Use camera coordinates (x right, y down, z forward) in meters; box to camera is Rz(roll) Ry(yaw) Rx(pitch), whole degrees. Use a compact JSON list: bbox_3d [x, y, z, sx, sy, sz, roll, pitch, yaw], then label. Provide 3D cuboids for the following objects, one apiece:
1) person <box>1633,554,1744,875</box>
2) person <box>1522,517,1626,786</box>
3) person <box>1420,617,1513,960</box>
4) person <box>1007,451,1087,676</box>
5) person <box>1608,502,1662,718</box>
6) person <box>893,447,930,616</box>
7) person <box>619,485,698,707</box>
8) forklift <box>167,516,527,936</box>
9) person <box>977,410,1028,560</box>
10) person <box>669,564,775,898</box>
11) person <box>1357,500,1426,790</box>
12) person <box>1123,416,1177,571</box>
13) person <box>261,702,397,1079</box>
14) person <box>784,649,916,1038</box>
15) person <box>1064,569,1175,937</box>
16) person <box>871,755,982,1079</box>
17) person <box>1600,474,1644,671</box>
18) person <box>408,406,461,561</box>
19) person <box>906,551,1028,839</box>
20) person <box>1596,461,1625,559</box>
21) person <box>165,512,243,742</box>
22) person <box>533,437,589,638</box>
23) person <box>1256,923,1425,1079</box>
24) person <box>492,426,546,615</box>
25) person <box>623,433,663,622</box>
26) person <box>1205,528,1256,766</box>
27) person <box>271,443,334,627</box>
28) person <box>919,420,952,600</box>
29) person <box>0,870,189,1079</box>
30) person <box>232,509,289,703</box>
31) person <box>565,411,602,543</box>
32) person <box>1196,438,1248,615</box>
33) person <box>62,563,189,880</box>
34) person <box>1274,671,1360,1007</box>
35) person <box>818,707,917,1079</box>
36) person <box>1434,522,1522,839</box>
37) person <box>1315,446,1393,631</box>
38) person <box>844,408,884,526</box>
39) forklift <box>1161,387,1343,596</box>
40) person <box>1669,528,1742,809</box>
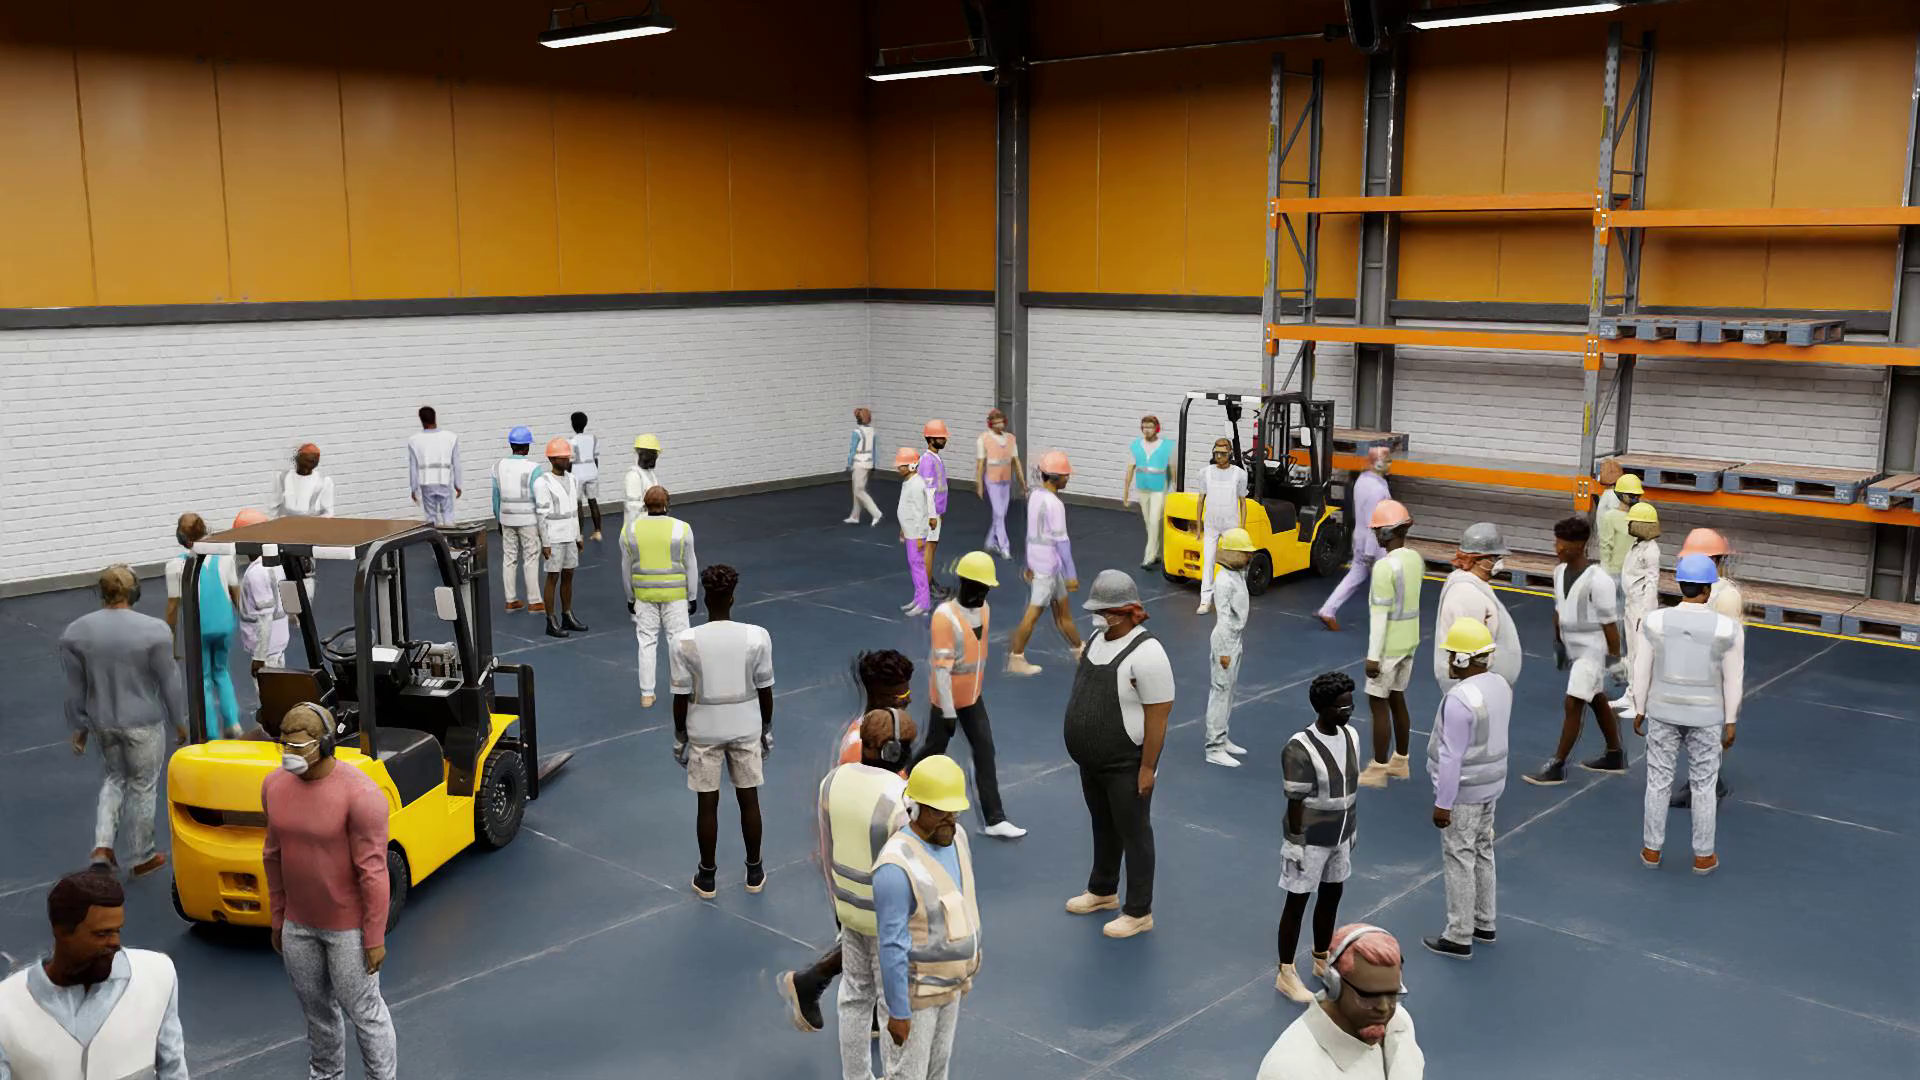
[{"bbox_3d":[4.384,1.047,10.056,0.606,1.943,0.403,5,11,28],"label":"person"},{"bbox_3d":[4.402,0.778,11.758,0.852,1.903,0.633,-1,10,-7],"label":"person"},{"bbox_3d":[2.703,1.316,8.897,0.403,1.821,0.595,9,13,41],"label":"person"},{"bbox_3d":[0.881,0.217,14.639,1.041,1.986,0.640,-2,10,-12],"label":"person"},{"bbox_3d":[5.451,0.561,13.396,0.299,1.745,0.483,1,10,7],"label":"person"},{"bbox_3d":[-0.506,-0.095,17.150,0.379,1.737,0.587,-2,10,-9],"label":"person"},{"bbox_3d":[-2.457,0.463,13.678,0.627,1.844,0.429,0,10,1],"label":"person"},{"bbox_3d":[-3.583,0.976,9.748,1.214,2.155,2.313,2,10,11],"label":"forklift"},{"bbox_3d":[0.493,-0.684,20.290,0.626,1.813,0.623,-8,13,-39],"label":"person"},{"bbox_3d":[-1.375,1.105,9.663,0.602,1.966,0.368,-3,10,-15],"label":"person"},{"bbox_3d":[3.001,0.727,11.656,0.407,2.030,0.612,8,13,39],"label":"person"},{"bbox_3d":[2.193,-0.545,19.496,0.604,1.803,0.887,6,11,30],"label":"person"},{"bbox_3d":[-2.637,1.601,6.961,0.625,1.931,0.379,4,11,22],"label":"person"},{"bbox_3d":[-0.479,1.445,7.772,0.586,1.946,0.638,1,10,4],"label":"person"},{"bbox_3d":[0.830,1.155,9.170,0.536,2.000,0.688,-5,11,-27],"label":"person"},{"bbox_3d":[-0.115,1.723,6.535,0.404,1.829,0.591,5,11,25],"label":"person"},{"bbox_3d":[5.933,0.284,14.906,0.524,1.769,0.314,-6,12,-32],"label":"person"},{"bbox_3d":[-6.295,-0.664,19.973,0.599,1.889,0.488,-4,11,-22],"label":"person"},{"bbox_3d":[-0.045,0.980,10.685,0.988,1.871,0.618,7,12,33],"label":"person"},{"bbox_3d":[6.544,0.013,16.828,0.281,1.634,0.498,3,10,18],"label":"person"},{"bbox_3d":[-5.598,0.699,12.393,0.432,1.820,0.587,9,13,42],"label":"person"},{"bbox_3d":[-3.881,-0.032,16.207,0.347,1.943,0.545,5,11,27],"label":"person"},{"bbox_3d":[1.113,2.001,4.747,0.652,1.902,0.402,-9,14,-43],"label":"person"},{"bbox_3d":[-4.523,-0.204,17.166,0.609,1.946,0.405,4,11,21],"label":"person"},{"bbox_3d":[-3.205,-0.125,16.830,0.419,1.929,0.653,2,10,9],"label":"person"},{"bbox_3d":[1.993,0.771,12.204,0.320,1.742,0.492,4,11,19],"label":"person"},{"bbox_3d":[-6.572,-0.047,16.601,0.677,1.842,0.380,1,10,3],"label":"person"},{"bbox_3d":[-0.268,-0.332,17.930,0.361,1.938,0.545,1,10,4],"label":"person"},{"bbox_3d":[-2.712,1.933,5.153,0.635,1.905,0.427,-7,12,-35],"label":"person"},{"bbox_3d":[-4.968,0.740,11.823,0.364,1.935,0.553,-2,10,-13],"label":"person"},{"bbox_3d":[-4.828,-0.798,21.273,0.317,1.696,0.540,8,13,40],"label":"person"},{"bbox_3d":[2.676,-0.134,17.062,0.514,1.844,0.328,3,10,17],"label":"person"},{"bbox_3d":[-4.947,1.089,9.893,0.629,1.925,0.422,1,10,5],"label":"person"},{"bbox_3d":[1.810,1.476,8.343,0.535,1.694,0.320,-8,12,-37],"label":"person"},{"bbox_3d":[-0.321,1.616,7.133,0.430,1.837,0.621,-9,14,-42],"label":"person"},{"bbox_3d":[3.329,0.885,10.708,0.535,2.000,0.684,2,10,11],"label":"person"},{"bbox_3d":[3.974,0.008,16.182,0.929,1.875,0.637,0,10,-1],"label":"person"},{"bbox_3d":[-1.317,-0.991,22.580,0.678,1.615,0.527,5,11,26],"label":"person"},{"bbox_3d":[3.298,-0.608,18.767,1.214,2.155,2.313,9,13,42],"label":"forklift"},{"bbox_3d":[4.929,0.873,11.102,0.402,1.922,0.564,0,10,-2],"label":"person"}]
